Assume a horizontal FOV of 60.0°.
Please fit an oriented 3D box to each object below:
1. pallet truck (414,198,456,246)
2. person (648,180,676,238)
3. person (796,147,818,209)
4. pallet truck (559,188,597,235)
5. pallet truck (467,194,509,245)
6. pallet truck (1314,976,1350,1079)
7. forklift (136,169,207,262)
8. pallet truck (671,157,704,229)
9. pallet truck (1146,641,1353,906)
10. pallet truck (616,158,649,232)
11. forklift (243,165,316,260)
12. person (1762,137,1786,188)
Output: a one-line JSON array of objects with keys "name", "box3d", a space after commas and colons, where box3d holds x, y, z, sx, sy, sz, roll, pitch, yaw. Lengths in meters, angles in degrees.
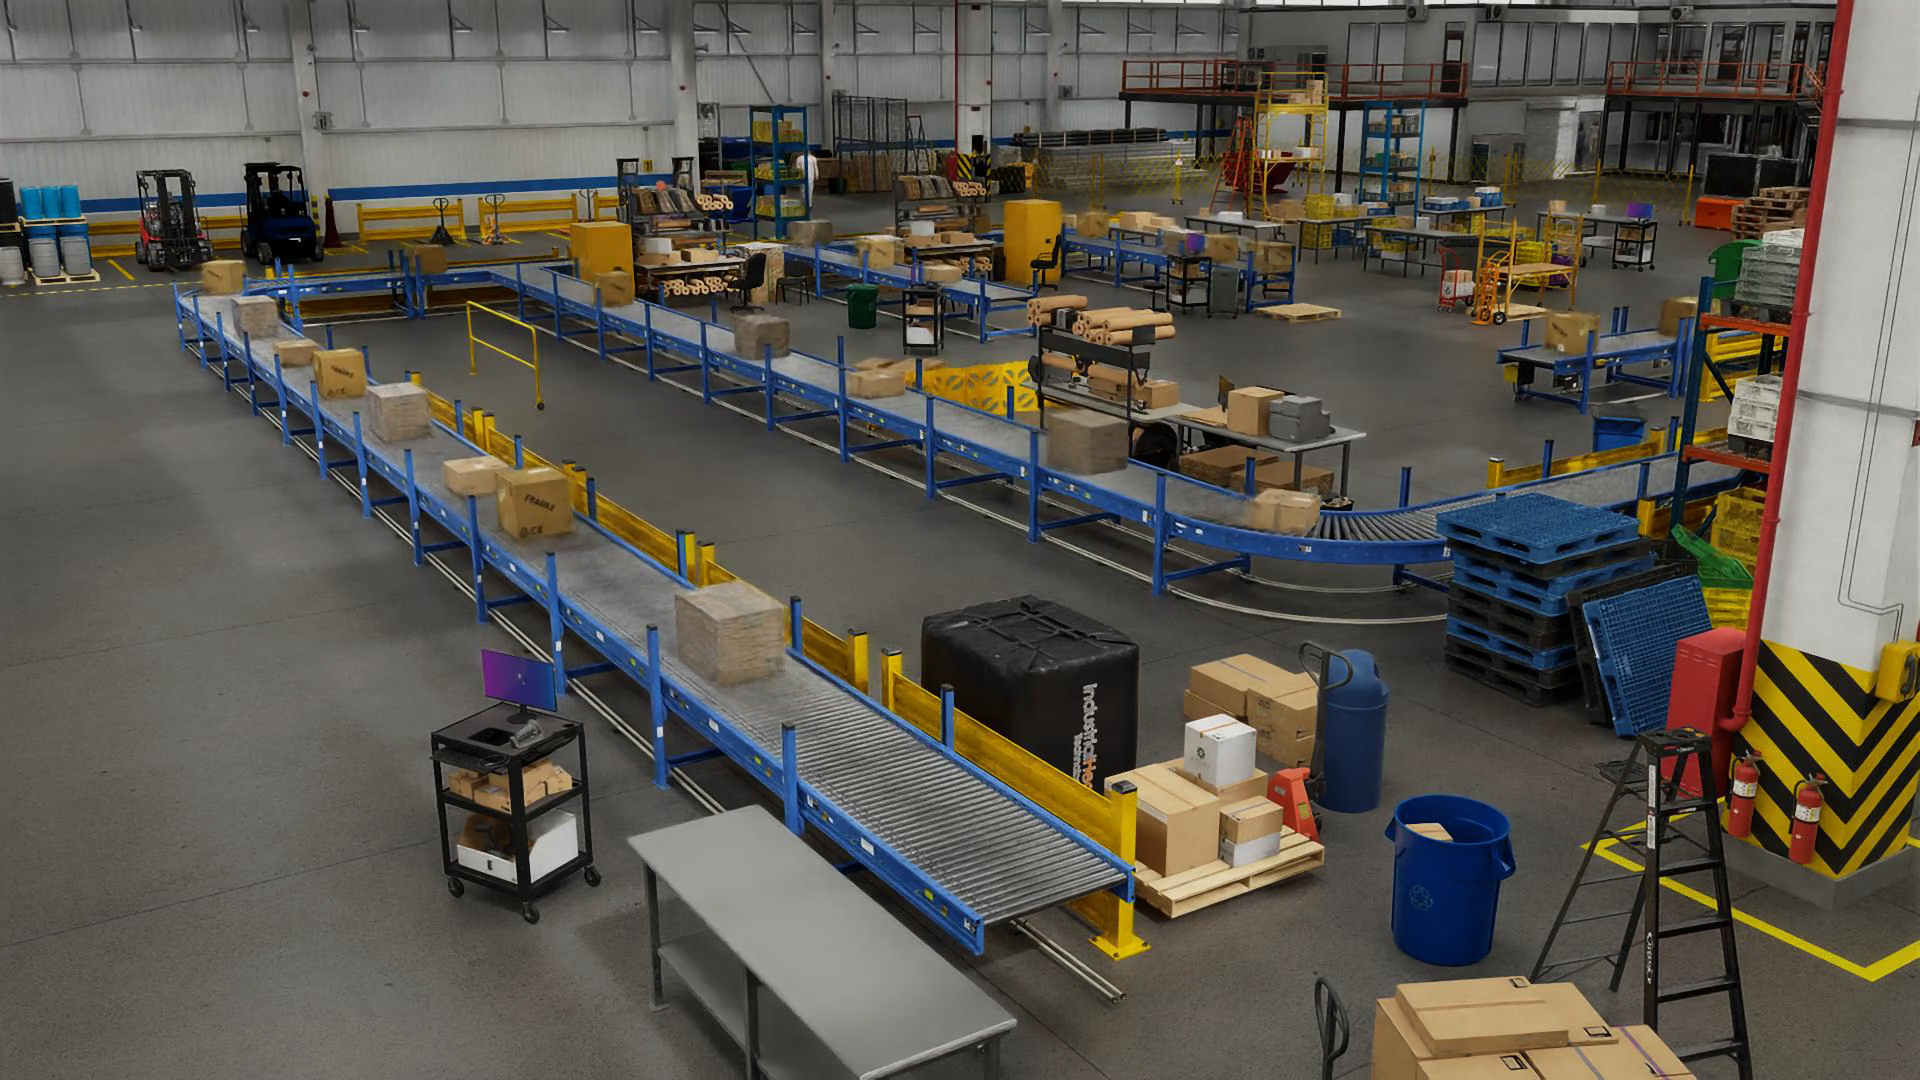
[{"name": "pallet truck", "box3d": [-13.250, -8.060, 41.856, 0.680, 1.201, 1.601, -10, 20, -31]}, {"name": "person", "box3d": [-6.561, -6.956, 36.839, 0.604, 2.020, 0.903, 3, 17, 11]}, {"name": "person", "box3d": [-4.650, -11.035, 50.678, 0.661, 1.862, 1.005, -1, 17, -2]}, {"name": "pallet truck", "box3d": [-10.010, -8.652, 43.699, 0.653, 1.274, 1.630, -10, 20, -31]}, {"name": "pallet truck", "box3d": [-11.983, -8.177, 42.137, 0.704, 1.261, 1.522, -11, 20, -33]}, {"name": "pallet truck", "box3d": [2.299, 2.390, 7.086, 1.601, 1.201, 0.680, -2, 17, -7]}, {"name": "forklift", "box3d": [-17.842, -7.318, 37.559, 1.157, 1.987, 2.680, -10, 20, -31]}, {"name": "pallet truck", "box3d": [-7.586, -9.308, 44.692, 0.823, 1.965, 1.885, -11, 20, -33]}, {"name": "pallet truck", "box3d": [1.664, 1.407, 10.232, 1.630, 1.274, 0.653, -10, 20, -31]}, {"name": "pallet truck", "box3d": [-8.918, -9.176, 44.255, 0.823, 1.965, 1.885, -9, 19, -27]}, {"name": "forklift", "box3d": [-15.898, -7.669, 38.708, 1.157, 1.987, 2.680, -11, 20, -33]}, {"name": "person", "box3d": [27.536, -12.654, 56.097, 0.575, 1.836, 0.971, -10, 20, -31]}]
